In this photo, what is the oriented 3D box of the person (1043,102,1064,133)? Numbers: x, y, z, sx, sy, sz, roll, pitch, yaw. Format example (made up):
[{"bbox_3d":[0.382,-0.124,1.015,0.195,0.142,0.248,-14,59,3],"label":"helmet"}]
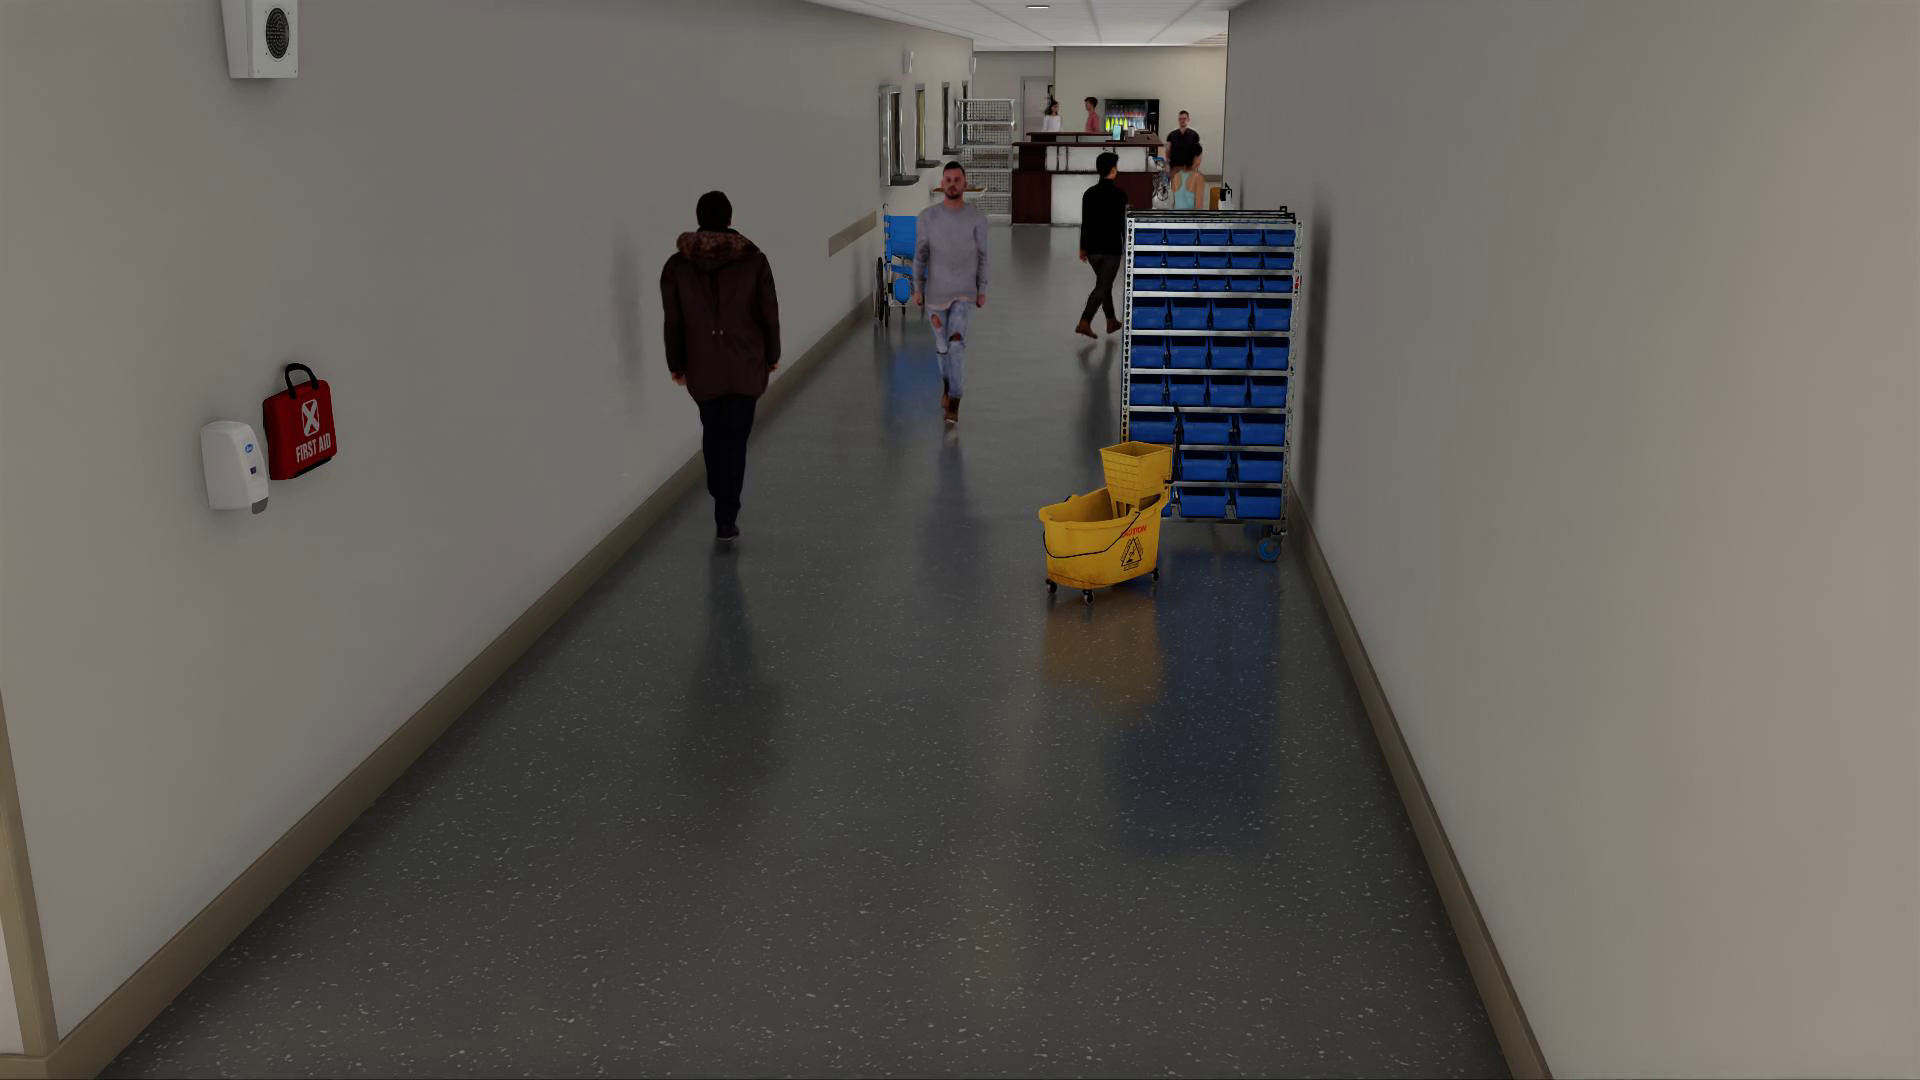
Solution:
[{"bbox_3d":[1.980,-8.707,36.584,0.974,1.781,0.987,-9,18,-28],"label":"person"}]

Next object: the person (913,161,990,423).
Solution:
[{"bbox_3d":[-0.070,-1.784,11.972,1.106,1.811,0.790,2,16,9],"label":"person"}]

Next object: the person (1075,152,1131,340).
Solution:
[{"bbox_3d":[1.301,-2.701,15.442,1.135,1.694,1.084,-14,21,-40],"label":"person"}]

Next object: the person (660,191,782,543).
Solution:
[{"bbox_3d":[-1.249,-0.872,8.763,1.063,1.799,0.803,1,16,4],"label":"person"}]

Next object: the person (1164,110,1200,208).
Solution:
[{"bbox_3d":[3.621,-6.031,27.082,1.177,1.786,0.918,5,16,16],"label":"person"}]

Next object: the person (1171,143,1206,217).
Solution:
[{"bbox_3d":[2.195,-3.027,16.484,0.797,1.755,0.850,14,21,40],"label":"person"}]

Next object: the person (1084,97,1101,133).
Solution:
[{"bbox_3d":[2.743,-7.808,33.172,1.287,1.903,0.899,-3,16,-10],"label":"person"}]
